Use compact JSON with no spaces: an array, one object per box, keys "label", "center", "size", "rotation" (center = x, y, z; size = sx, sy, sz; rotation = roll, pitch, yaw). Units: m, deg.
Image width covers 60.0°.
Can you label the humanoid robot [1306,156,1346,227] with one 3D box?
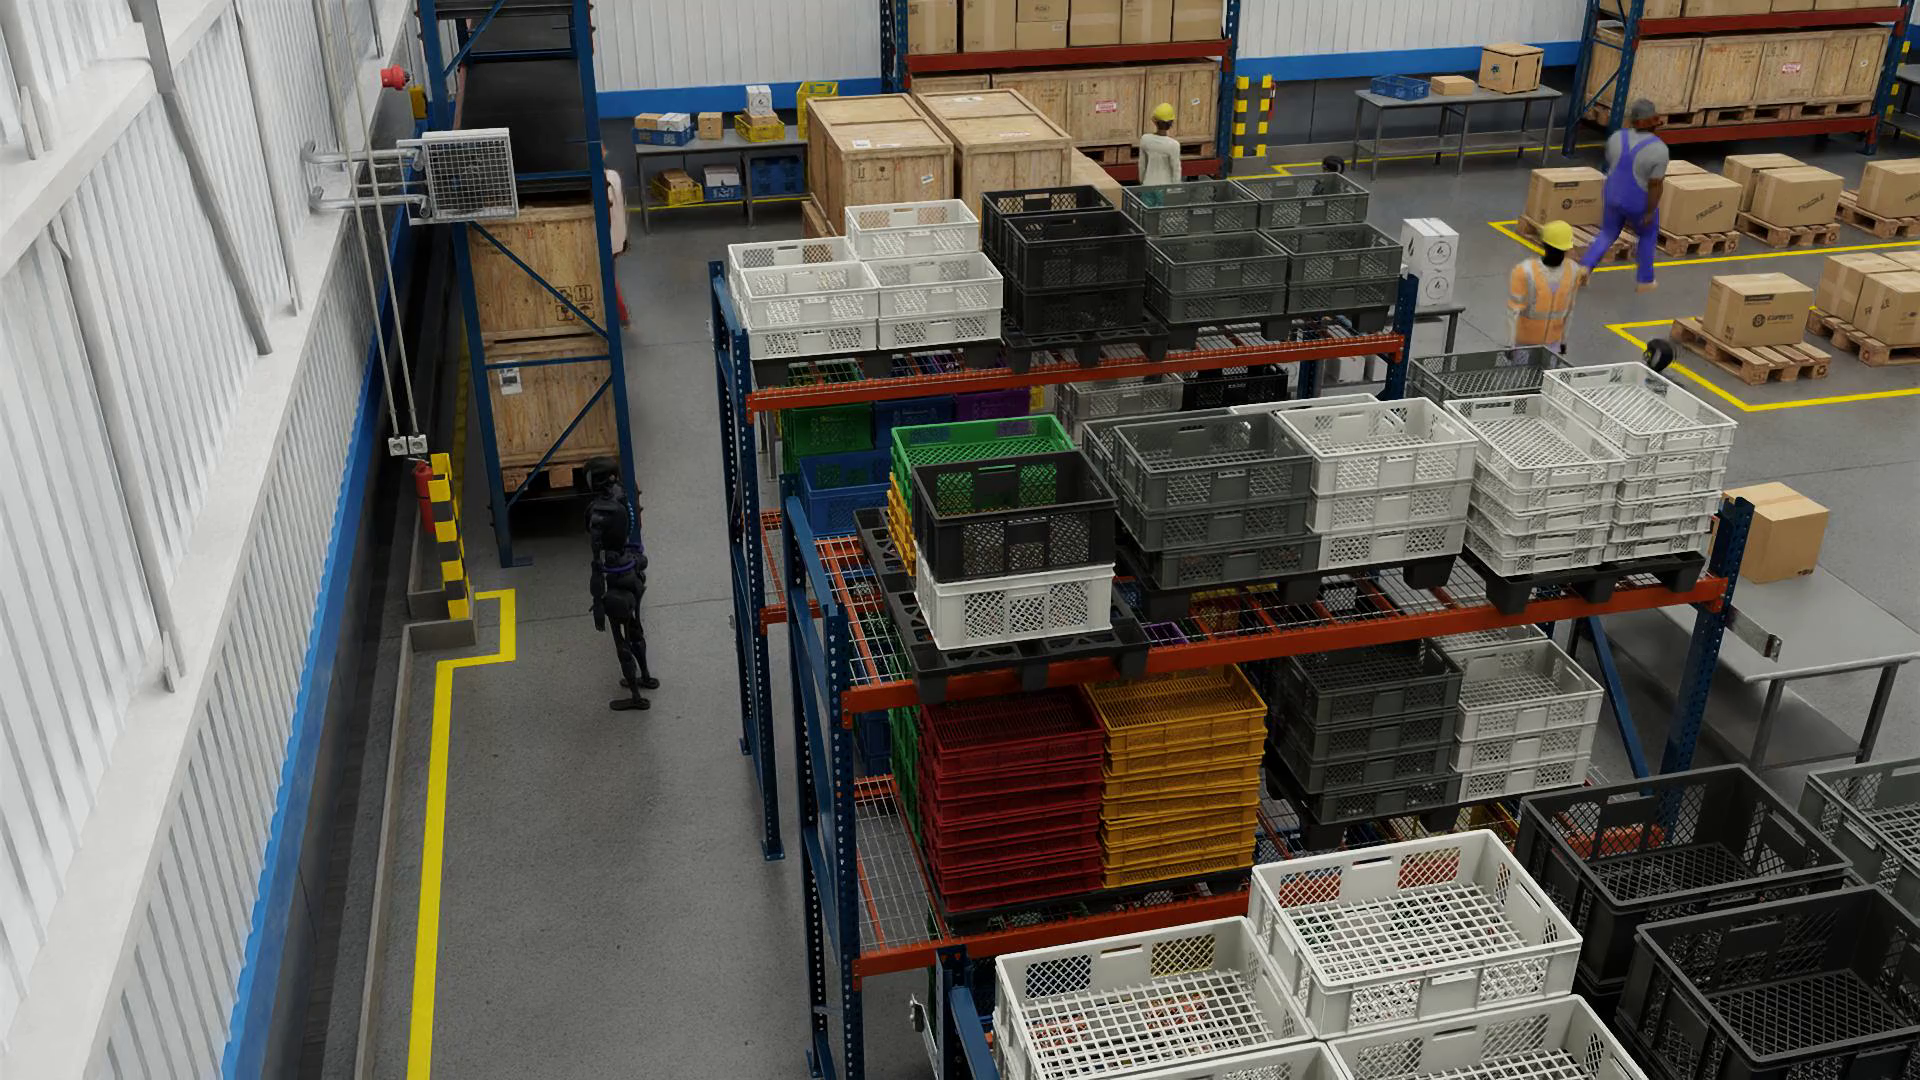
[{"label":"humanoid robot","center":[3.491,-2.885,16.008],"size":[0.355,1.648,0.569],"rotation":[4,28,8]}]

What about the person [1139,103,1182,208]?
[{"label":"person","center":[2.100,-3.680,17.428],"size":[0.541,1.761,0.350],"rotation":[24,36,37]}]

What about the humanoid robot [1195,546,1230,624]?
[{"label":"humanoid robot","center":[1.519,-0.114,10.772],"size":[0.605,1.643,0.578],"rotation":[11,30,20]}]

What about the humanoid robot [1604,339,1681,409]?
[{"label":"humanoid robot","center":[4.789,-0.659,11.837],"size":[0.665,1.624,0.568],"rotation":[17,32,29]}]

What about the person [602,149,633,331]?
[{"label":"person","center":[-3.343,-2.768,15.469],"size":[0.470,1.970,0.650],"rotation":[6,28,12]}]

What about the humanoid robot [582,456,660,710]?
[{"label":"humanoid robot","center":[-2.078,0.248,10.068],"size":[0.344,1.653,0.565],"rotation":[4,28,7]}]

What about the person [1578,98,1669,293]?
[{"label":"person","center":[6.771,-3.473,16.737],"size":[0.829,2.000,0.695],"rotation":[-20,34,-33]}]

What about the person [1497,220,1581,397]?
[{"label":"person","center":[4.677,-1.670,13.474],"size":[0.592,1.926,0.607],"rotation":[-3,28,-6]}]
